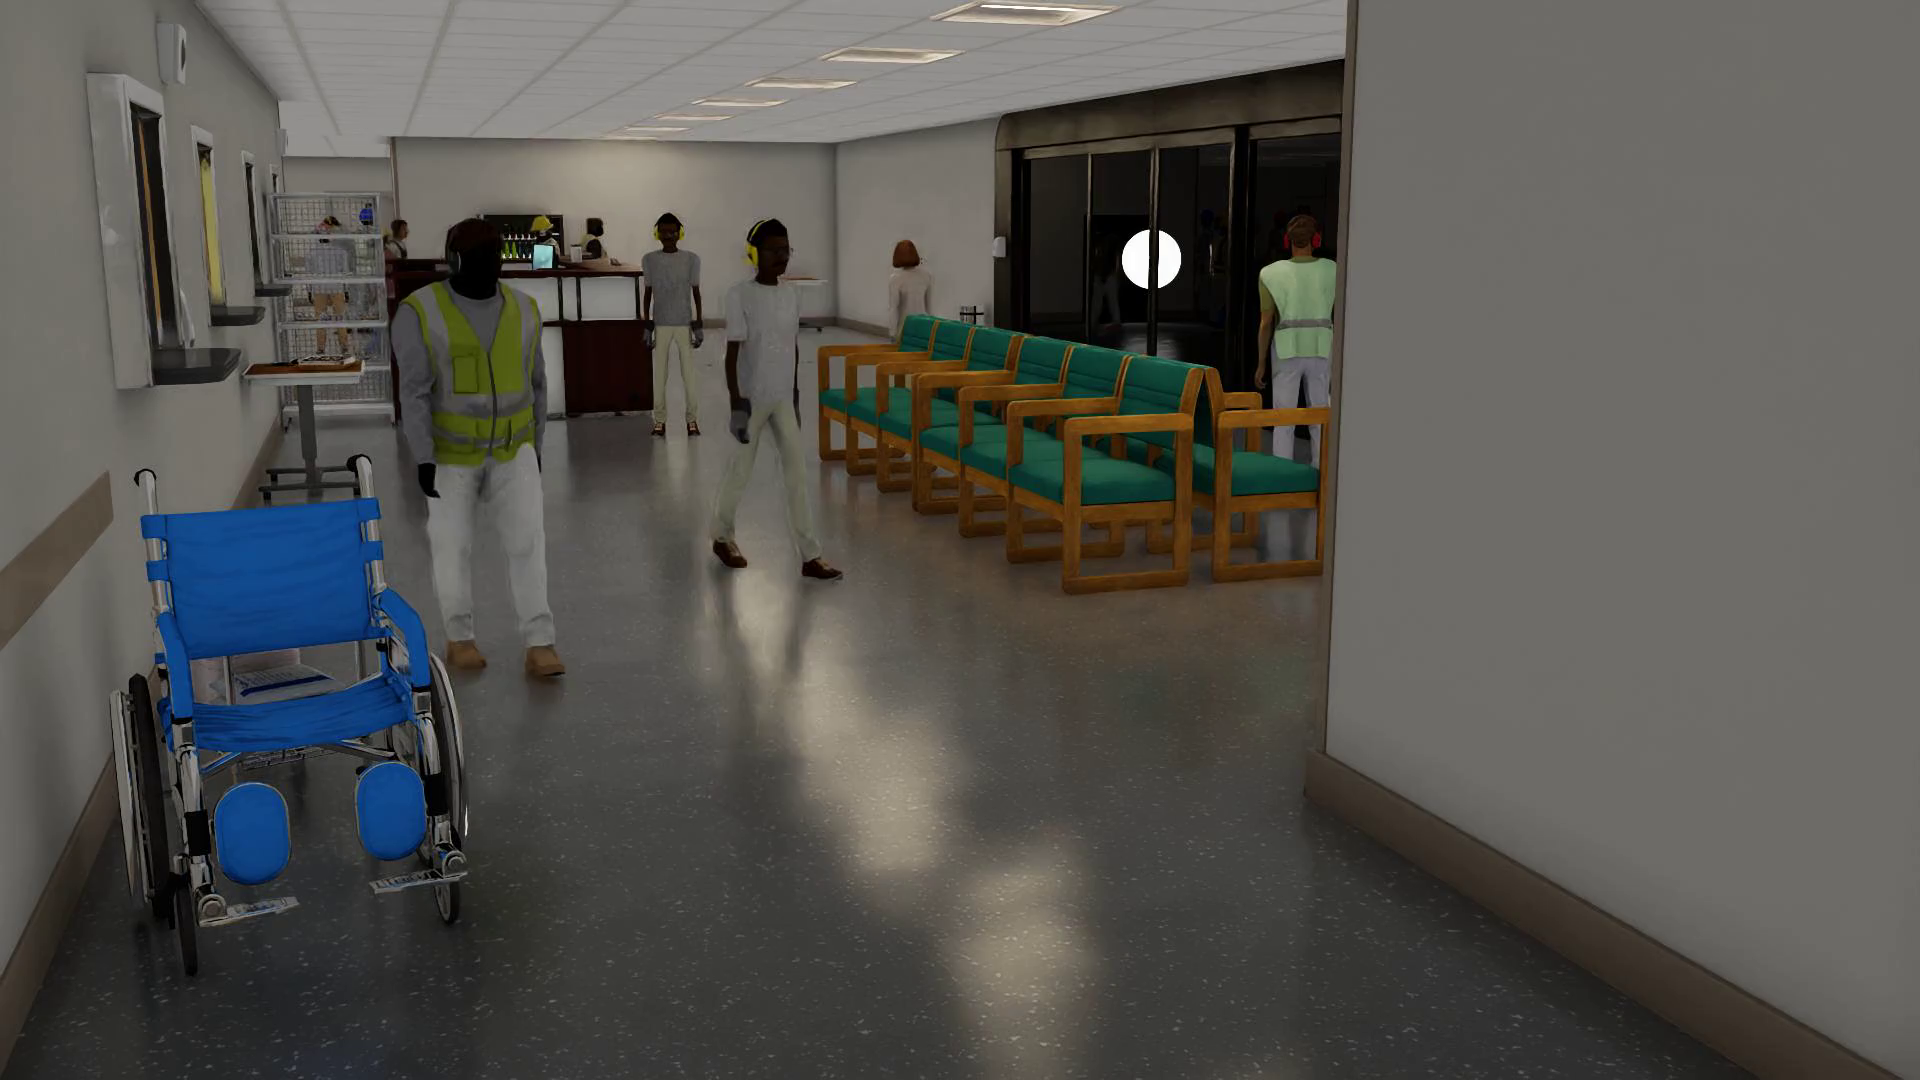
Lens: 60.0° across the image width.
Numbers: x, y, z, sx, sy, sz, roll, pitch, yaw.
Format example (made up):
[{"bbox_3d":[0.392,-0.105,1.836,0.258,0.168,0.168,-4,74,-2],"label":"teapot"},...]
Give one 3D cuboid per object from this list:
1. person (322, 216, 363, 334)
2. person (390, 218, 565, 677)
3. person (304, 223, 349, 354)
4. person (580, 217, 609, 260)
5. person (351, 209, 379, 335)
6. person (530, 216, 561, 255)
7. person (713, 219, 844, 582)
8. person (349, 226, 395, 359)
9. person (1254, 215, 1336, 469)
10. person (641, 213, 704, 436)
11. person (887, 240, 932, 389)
[{"bbox_3d":[-9.585,-4.141,26.057,0.347,1.832,0.695,9,14,38],"label":"person"},{"bbox_3d":[-1.864,-0.336,6.552,0.633,1.816,0.823,-7,13,-34],"label":"person"},{"bbox_3d":[-8.456,-3.358,22.245,0.563,1.742,0.360,-4,12,-21],"label":"person"},{"bbox_3d":[-5.361,-3.831,24.492,0.508,1.838,0.637,-4,12,-19],"label":"person"},{"bbox_3d":[-9.128,-4.144,25.742,0.605,1.951,0.380,6,13,29],"label":"person"},{"bbox_3d":[-5.448,-3.344,21.963,0.404,1.824,0.591,-4,12,-22],"label":"person"},{"bbox_3d":[-0.991,-0.711,8.474,0.565,1.821,0.976,-10,15,-43],"label":"person"},{"bbox_3d":[-7.243,-3.081,20.887,0.944,1.712,0.545,-2,11,-11],"label":"person"},{"bbox_3d":[2.149,-1.120,10.513,0.563,1.839,0.392,-1,11,-3],"label":"person"},{"bbox_3d":[-2.397,-1.787,13.896,0.505,1.861,0.330,0,11,-2],"label":"person"},{"bbox_3d":[-0.423,-1.932,15.237,0.519,1.615,0.576,-8,14,-37],"label":"person"}]
